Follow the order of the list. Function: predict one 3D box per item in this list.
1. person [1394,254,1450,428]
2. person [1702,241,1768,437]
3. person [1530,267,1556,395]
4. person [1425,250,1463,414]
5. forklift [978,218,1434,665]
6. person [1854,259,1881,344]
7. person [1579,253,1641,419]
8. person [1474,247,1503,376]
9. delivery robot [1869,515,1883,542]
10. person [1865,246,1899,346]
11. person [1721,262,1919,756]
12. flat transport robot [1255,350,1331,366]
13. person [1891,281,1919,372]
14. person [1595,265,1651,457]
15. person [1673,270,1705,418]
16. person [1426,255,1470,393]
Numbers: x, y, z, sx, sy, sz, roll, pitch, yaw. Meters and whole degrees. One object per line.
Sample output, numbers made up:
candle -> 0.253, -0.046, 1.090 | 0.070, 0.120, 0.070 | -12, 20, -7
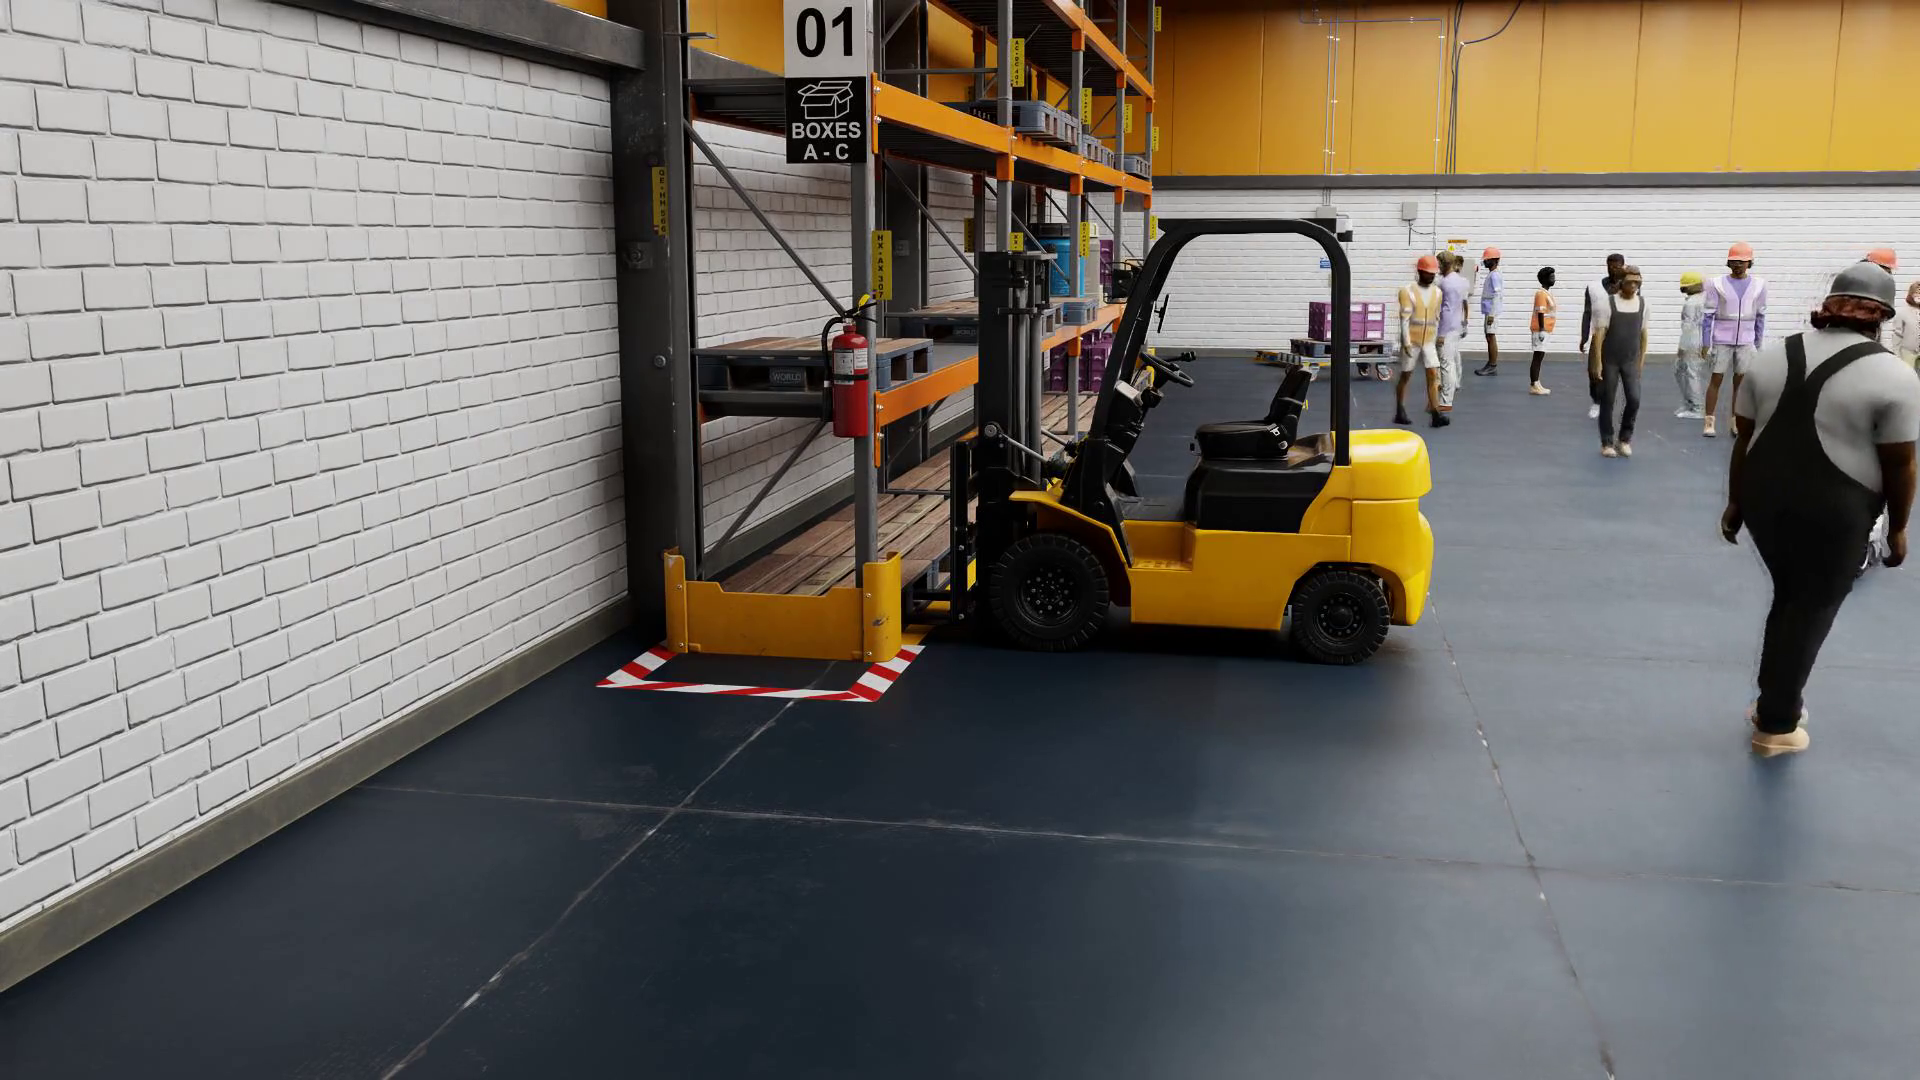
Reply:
person -> 5.092, -2.177, 18.290 | 0.555, 1.890, 0.942 | -2, 11, -13
person -> 8.062, -2.077, 17.329 | 0.615, 2.039, 0.382 | 2, 10, 9
person -> 7.740, -2.772, 22.089 | 0.319, 1.696, 0.534 | 5, 11, 24
person -> 5.761, -2.466, 19.759 | 0.373, 1.936, 0.629 | 4, 11, 20
forklift -> 1.285, -0.567, 8.635 | 2.313, 2.155, 1.214 | 2, 11, 11
person -> 8.816, -1.821, 16.399 | 0.532, 1.868, 0.310 | 2, 10, 9
person -> 7.392, -2.304, 18.941 | 0.628, 1.903, 0.459 | 5, 11, 23
person -> 7.988, -3.443, 25.106 | 0.363, 1.934, 0.552 | 2, 11, 13
delivery robot -> 5.530, -0.130, 10.479 | 0.707, 0.478, 0.477 | -10, 14, -43
person -> 9.386, -2.083, 17.486 | 0.682, 2.002, 0.813 | -9, 14, -42
person -> 3.507, -0.139, 6.710 | 0.697, 2.000, 0.708 | -6, 12, -28
flat transport robot -> 5.403, -2.964, 27.048 | 0.652, 0.197, 1.431 | -3, 11, -15
person -> 10.478, -2.023, 18.219 | 0.520, 1.613, 0.339 | 6, 12, 30
person -> 6.253, -1.677, 15.739 | 0.515, 1.824, 0.491 | 1, 10, 7
person -> 8.416, -2.261, 19.239 | 0.488, 1.703, 0.523 | 8, 13, 39
person -> 6.576, -2.903, 22.405 | 0.593, 1.846, 0.358 | 6, 12, 28
